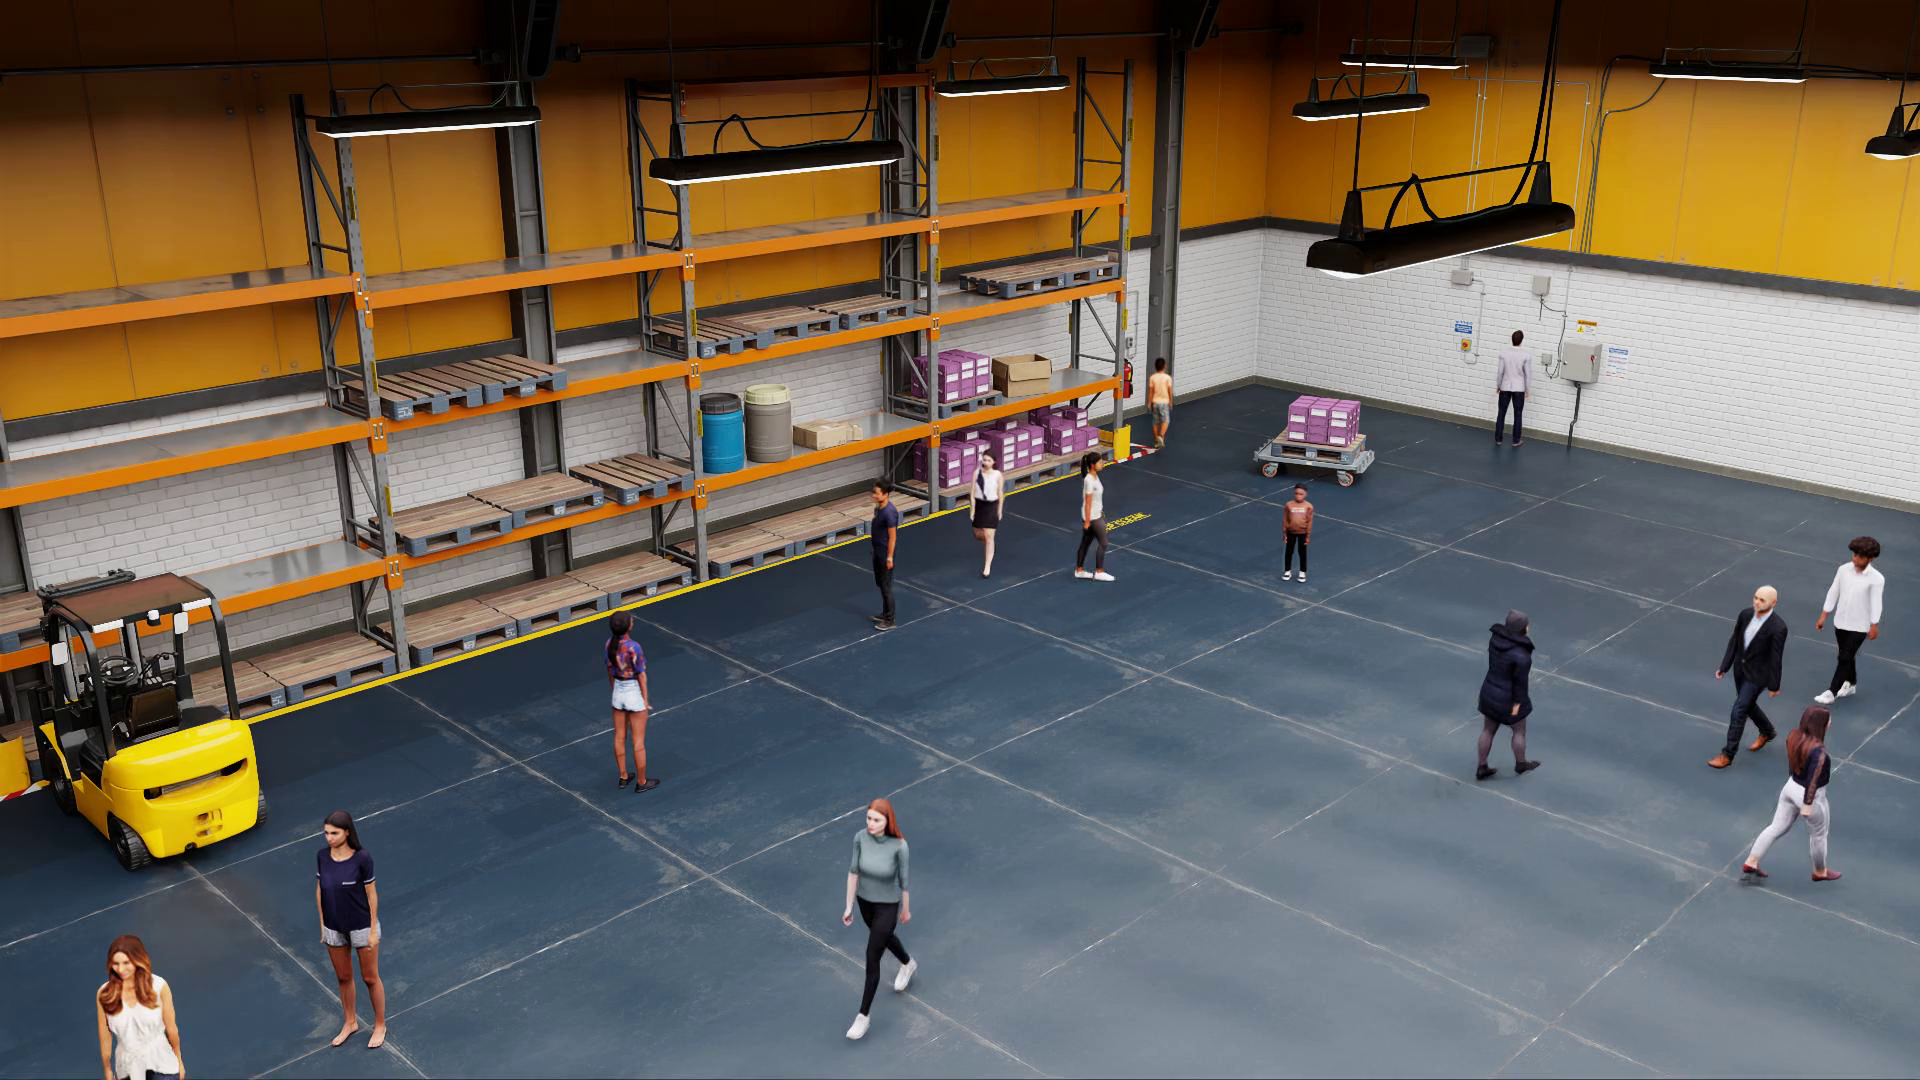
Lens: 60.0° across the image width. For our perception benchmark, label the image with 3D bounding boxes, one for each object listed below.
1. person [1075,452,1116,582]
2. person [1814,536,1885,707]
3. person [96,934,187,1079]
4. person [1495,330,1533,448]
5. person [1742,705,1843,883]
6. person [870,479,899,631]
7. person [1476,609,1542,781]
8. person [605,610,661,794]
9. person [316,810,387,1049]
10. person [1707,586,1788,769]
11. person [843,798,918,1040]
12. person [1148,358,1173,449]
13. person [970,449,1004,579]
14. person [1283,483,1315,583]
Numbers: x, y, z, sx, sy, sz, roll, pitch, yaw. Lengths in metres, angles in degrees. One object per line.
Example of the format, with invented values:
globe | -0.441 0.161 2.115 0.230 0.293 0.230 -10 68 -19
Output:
person | 1.536 -0.288 20.500 0.833 1.627 0.790 2 19 6
person | 9.174 0.812 17.007 1.088 1.771 0.839 -9 20 -24
person | -4.898 3.155 10.067 1.049 1.759 1.026 -3 19 -9
person | 8.801 -2.423 26.482 0.743 1.853 0.689 9 21 26
person | 6.779 2.096 13.503 1.131 1.573 1.017 -2 19 -5
person | -0.850 0.135 18.993 0.718 1.785 0.762 -6 19 -17
person | 4.947 1.447 15.306 0.976 1.653 0.831 -9 21 -26
person | -3.027 1.452 15.151 0.637 1.741 0.598 10 21 28
person | -4.205 2.671 11.493 0.653 1.767 0.693 2 19 7
person | 7.518 1.255 15.678 1.292 1.779 1.021 -6 20 -18
person | -0.540 2.593 11.829 0.794 1.700 1.227 10 21 27
person | 3.165 -2.144 26.286 0.747 1.451 0.863 5 19 14
person | 0.349 -0.359 20.698 0.798 1.633 0.945 5 19 14
person | 4.176 -0.104 20.539 0.577 1.252 0.583 7 20 19
